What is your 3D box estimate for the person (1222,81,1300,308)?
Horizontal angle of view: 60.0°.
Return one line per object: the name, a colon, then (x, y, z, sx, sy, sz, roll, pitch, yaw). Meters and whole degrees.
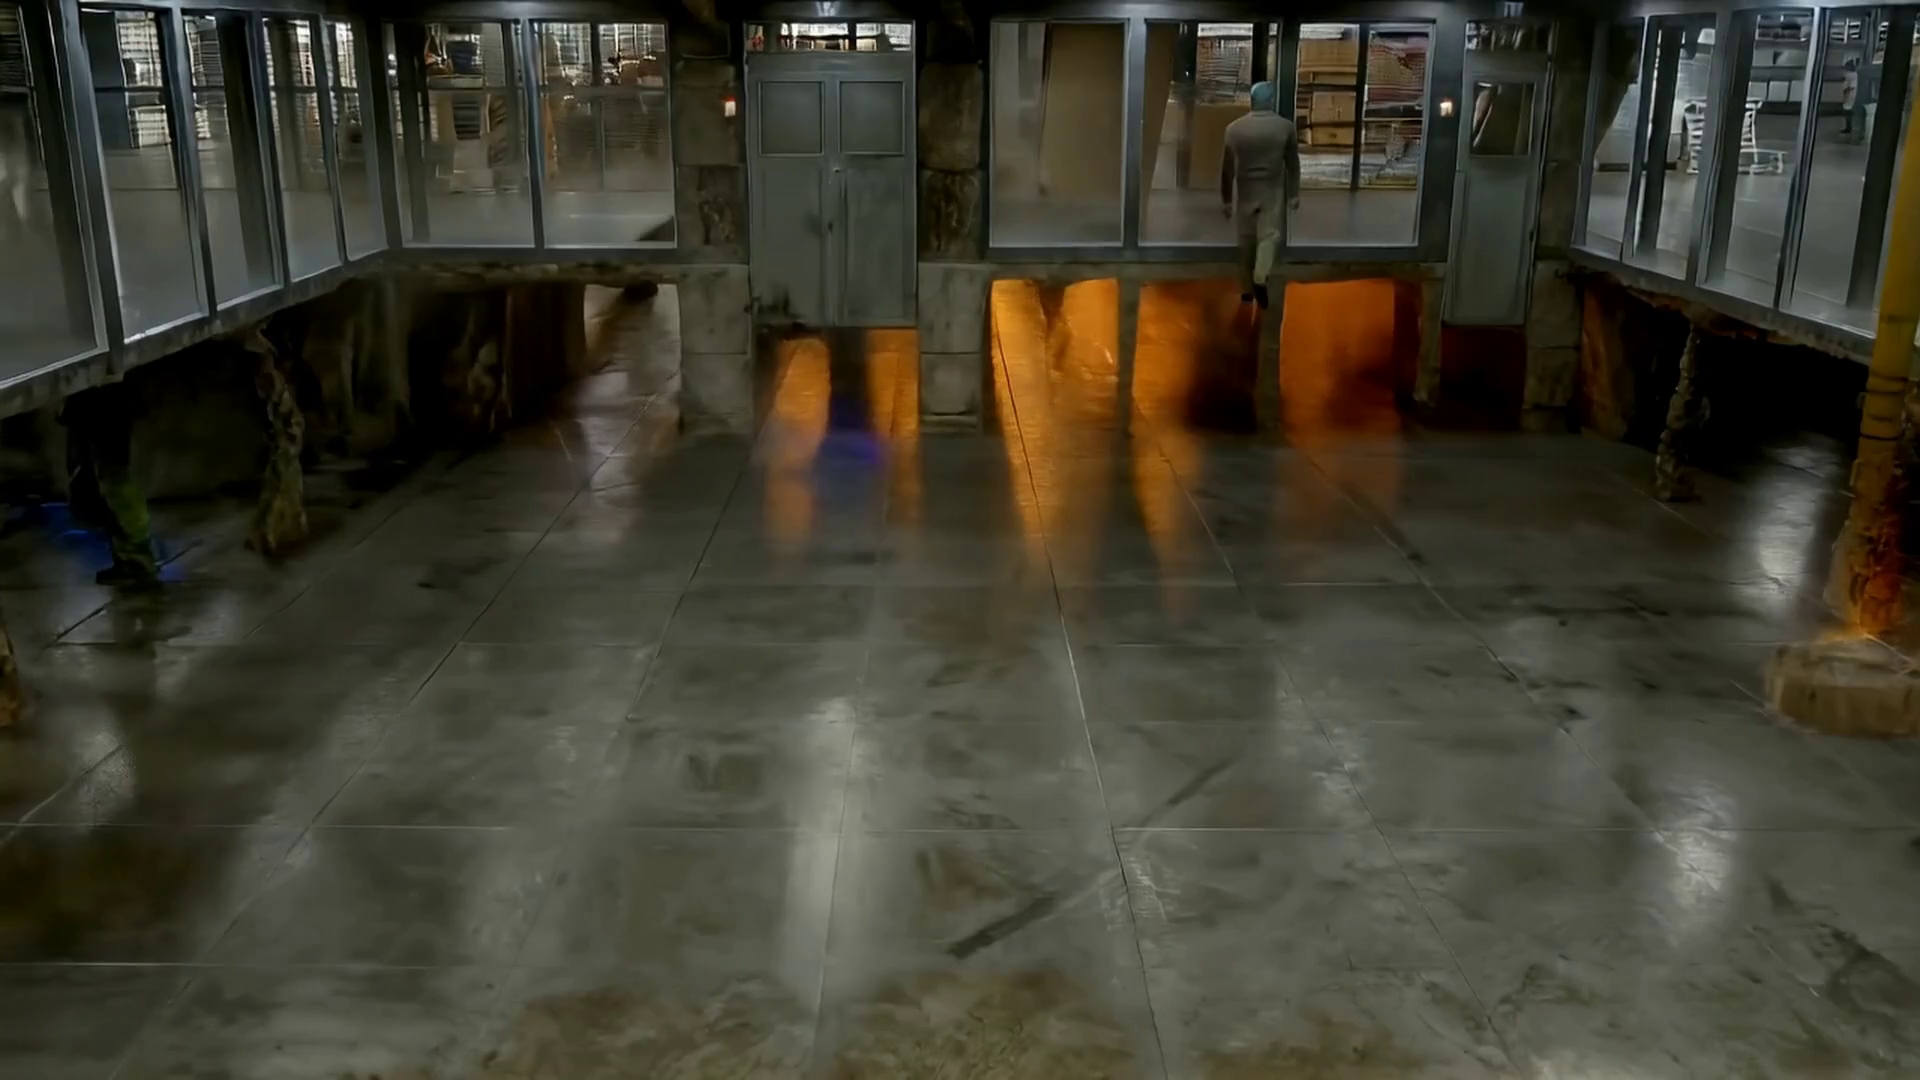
person: (2.552, -2.948, 14.199, 0.646, 1.874, 0.880, 6, 17, 19)
